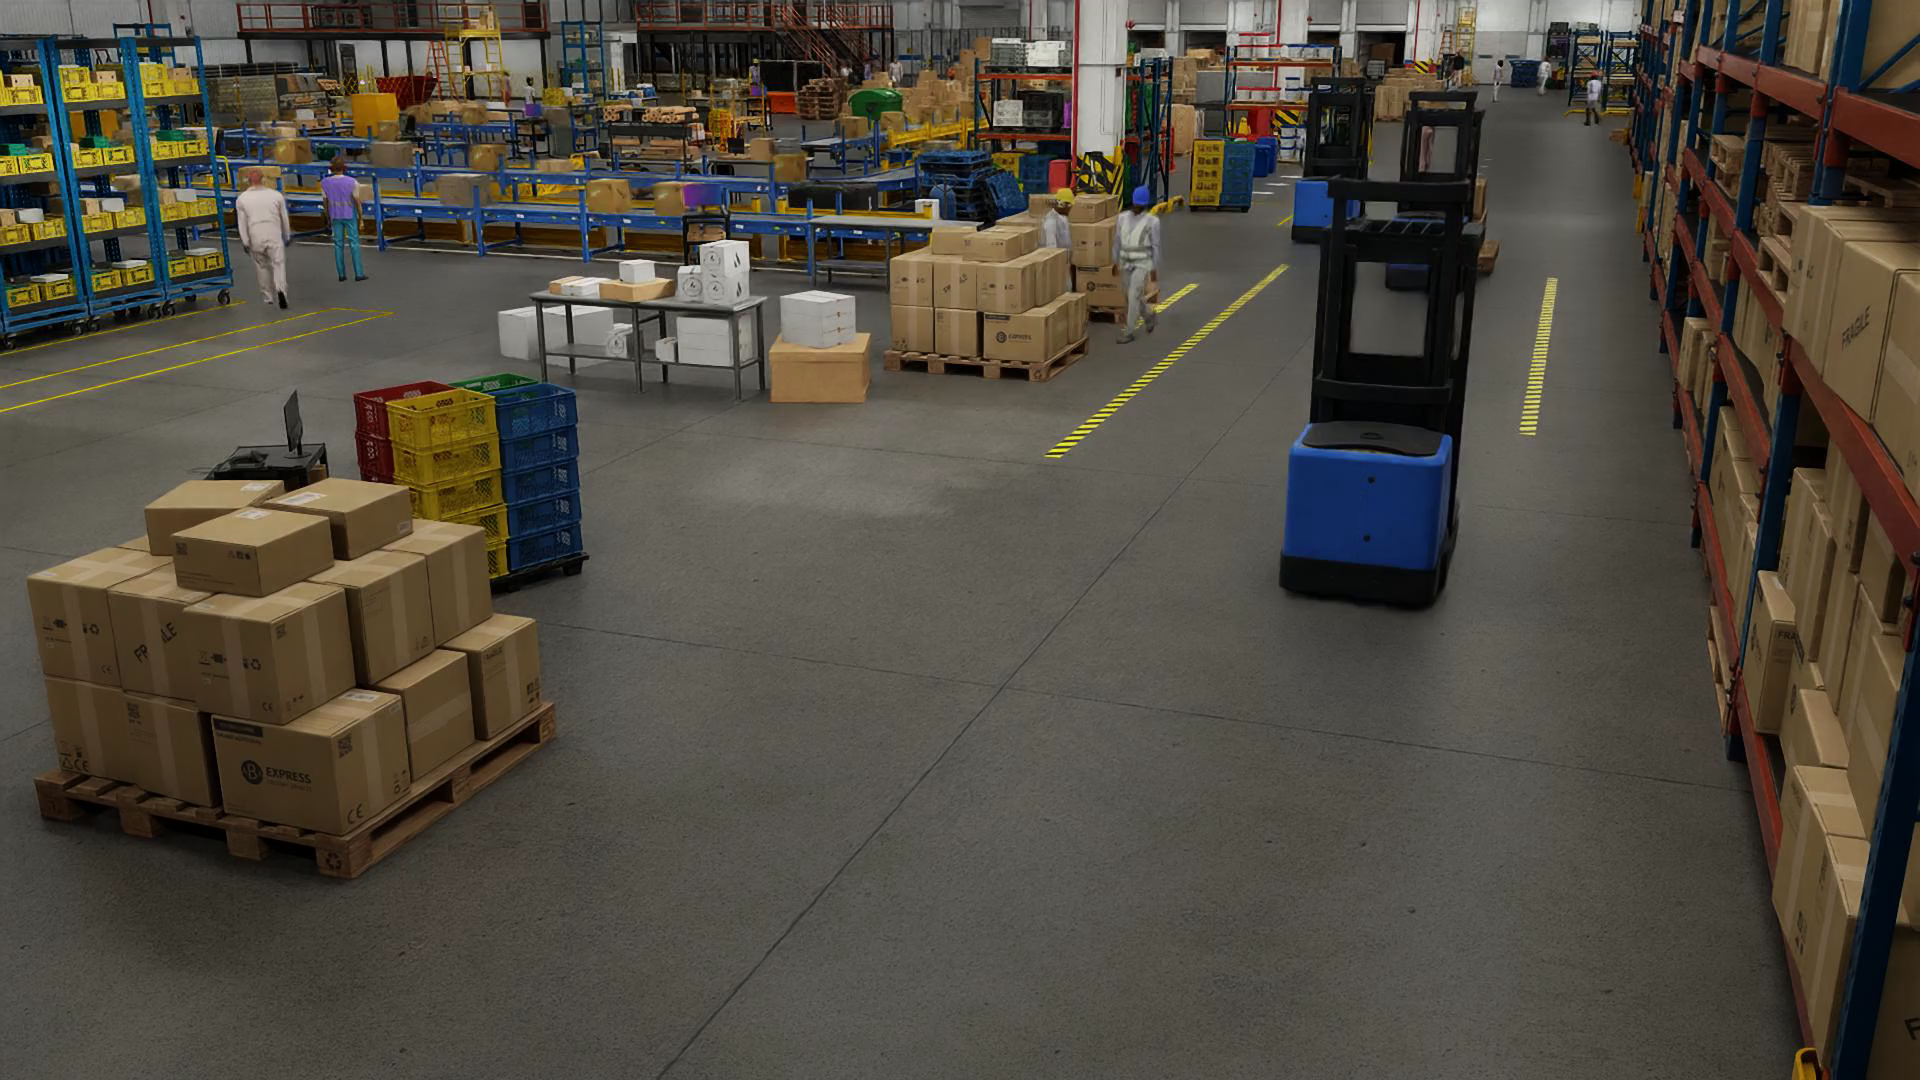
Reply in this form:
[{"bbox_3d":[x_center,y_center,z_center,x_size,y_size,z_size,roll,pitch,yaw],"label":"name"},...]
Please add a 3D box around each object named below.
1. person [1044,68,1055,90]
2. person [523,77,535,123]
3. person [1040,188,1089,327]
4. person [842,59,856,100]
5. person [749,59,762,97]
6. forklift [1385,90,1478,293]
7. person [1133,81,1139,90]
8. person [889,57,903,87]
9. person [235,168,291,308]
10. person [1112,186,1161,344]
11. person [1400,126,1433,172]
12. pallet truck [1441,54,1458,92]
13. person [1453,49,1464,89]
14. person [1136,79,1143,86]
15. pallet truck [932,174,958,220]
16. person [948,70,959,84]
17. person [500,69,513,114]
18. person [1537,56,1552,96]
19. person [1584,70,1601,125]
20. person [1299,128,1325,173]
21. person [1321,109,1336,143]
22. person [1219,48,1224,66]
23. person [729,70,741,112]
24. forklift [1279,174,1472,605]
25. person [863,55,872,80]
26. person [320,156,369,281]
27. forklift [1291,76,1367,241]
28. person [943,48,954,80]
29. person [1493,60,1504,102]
[{"bbox_3d":[4.168,-21.713,78.101,0.972,1.829,0.528,9,20,27],"label":"person"},{"bbox_3d":[-14.009,-14.156,54.277,0.520,1.871,0.321,13,22,34],"label":"person"},{"bbox_3d":[1.292,-3.536,21.036,0.813,1.780,0.633,7,19,21],"label":"person"},{"bbox_3d":[-4.502,-18.877,68.832,0.920,2.000,0.695,11,21,32],"label":"person"},{"bbox_3d":[-8.976,-20.188,73.154,0.584,1.917,0.385,-11,21,-32],"label":"person"},{"bbox_3d":[6.920,-5.112,24.218,1.129,2.768,1.873,6,19,19],"label":"forklift"},{"bbox_3d":[8.919,-23.594,84.209,0.540,1.695,0.317,16,24,41],"label":"person"},{"bbox_3d":[-3.004,-21.625,77.701,0.639,1.901,0.976,-1,18,-3],"label":"person"},{"bbox_3d":[-9.504,-4.126,22.768,0.652,1.875,0.873,-7,19,-22],"label":"person"},{"bbox_3d":[2.210,-3.401,20.424,0.621,1.916,0.818,14,22,37],"label":"person"},{"bbox_3d":[9.581,-8.032,34.998,0.636,1.900,0.399,2,18,6],"label":"person"},{"bbox_3d":[22.765,-21.886,78.355,0.823,1.965,1.885,-4,18,-14],"label":"pallet truck"},{"bbox_3d":[26.083,-24.647,87.042,0.612,1.991,0.392,16,24,41],"label":"person"},{"bbox_3d":[9.808,-25.340,89.688,0.921,1.688,0.525,8,20,25],"label":"person"},{"bbox_3d":[-0.507,-5.292,27.348,0.653,1.274,1.630,6,19,19],"label":"pallet truck"},{"bbox_3d":[-0.308,-15.794,59.391,0.549,1.891,0.963,4,18,14],"label":"person"},{"bbox_3d":[-17.943,-17.707,65.668,0.661,1.722,0.436,12,21,33],"label":"person"},{"bbox_3d":[27.911,-22.112,79.312,0.961,1.837,0.605,-14,23,-38],"label":"person"},{"bbox_3d":[22.402,-15.629,58.832,0.562,1.918,0.578,-5,18,-14],"label":"person"},{"bbox_3d":[7.640,-8.252,36.080,0.545,1.649,0.883,8,19,23],"label":"person"},{"bbox_3d":[10.419,-11.774,47.070,0.321,1.697,0.535,-12,21,-34],"label":"person"},{"bbox_3d":[14.386,-26.135,91.801,0.545,1.940,0.352,-13,22,-35],"label":"person"},{"bbox_3d":[-8.112,-16.196,60.701,0.792,1.851,0.596,7,19,21],"label":"person"},{"bbox_3d":[3.005,-1.153,11.777,1.129,2.768,1.873,6,19,19],"label":"forklift"},{"bbox_3d":[-4.142,-20.595,74.236,0.402,2.044,0.626,-1,18,-2],"label":"person"},{"bbox_3d":[-9.230,-4.801,24.914,0.564,1.848,0.390,-1,18,-2],"label":"person"},{"bbox_3d":[6.598,-6.755,29.381,1.129,2.768,1.873,6,19,19],"label":"forklift"},{"bbox_3d":[-0.631,-26.161,91.864,0.605,1.951,0.384,2,18,7],"label":"person"},{"bbox_3d":[23.928,-20.396,73.951,0.431,1.835,0.624,6,19,18],"label":"person"}]
